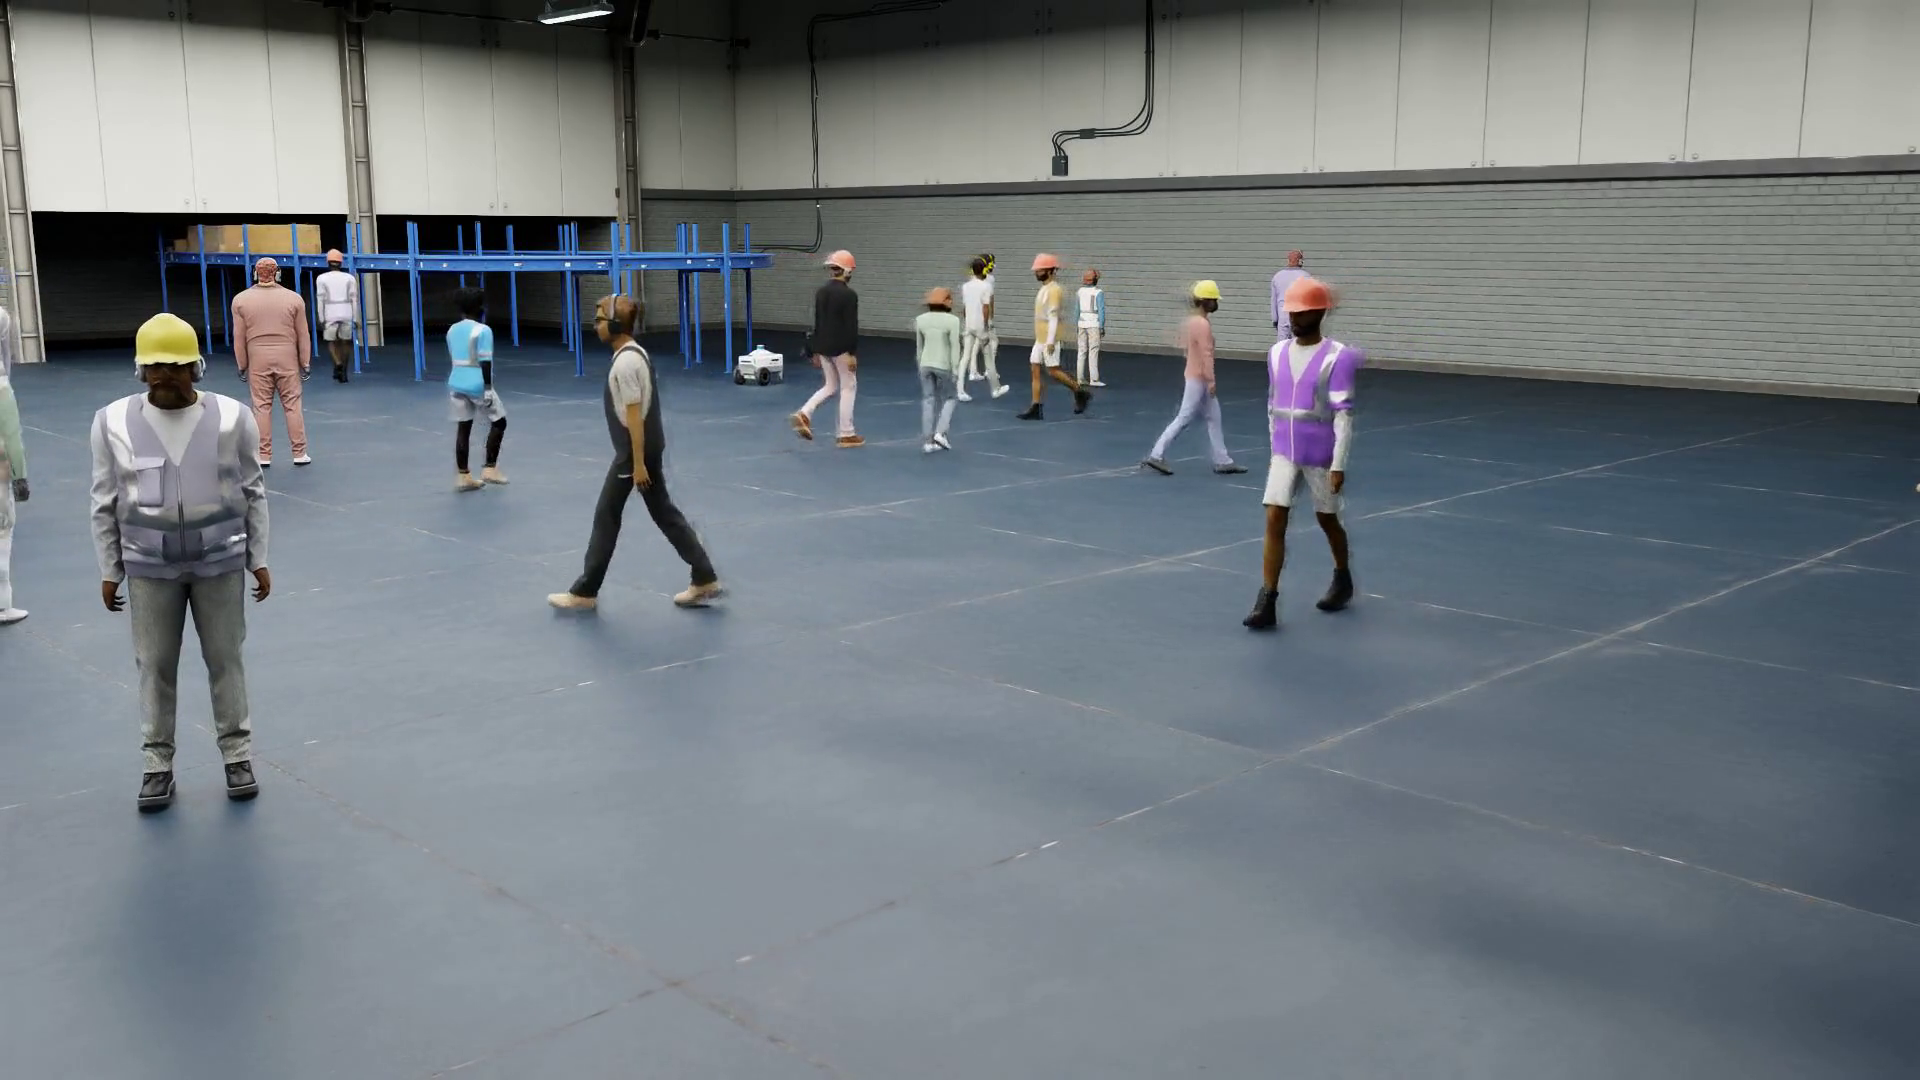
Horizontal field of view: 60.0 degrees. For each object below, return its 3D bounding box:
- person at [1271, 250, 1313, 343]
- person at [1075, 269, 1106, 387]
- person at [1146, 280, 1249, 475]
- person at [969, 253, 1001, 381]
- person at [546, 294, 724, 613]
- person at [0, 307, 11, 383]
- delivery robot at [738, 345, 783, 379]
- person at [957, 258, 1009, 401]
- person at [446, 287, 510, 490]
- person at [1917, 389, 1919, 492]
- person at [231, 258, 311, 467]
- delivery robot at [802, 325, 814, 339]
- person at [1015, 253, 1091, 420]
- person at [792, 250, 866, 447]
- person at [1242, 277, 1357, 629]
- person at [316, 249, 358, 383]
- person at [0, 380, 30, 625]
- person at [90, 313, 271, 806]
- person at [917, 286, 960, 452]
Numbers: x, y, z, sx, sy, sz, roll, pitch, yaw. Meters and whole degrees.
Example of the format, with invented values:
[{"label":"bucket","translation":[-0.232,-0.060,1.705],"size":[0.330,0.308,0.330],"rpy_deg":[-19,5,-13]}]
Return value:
[{"label":"person","translation":[4.694,-3.112,23.371],"size":[0.652,1.904,0.405],"rpy_deg":[8,13,39]},{"label":"person","translation":[1.827,-2.970,23.319],"size":[0.308,1.639,0.524],"rpy_deg":[-9,14,-41]},{"label":"person","translation":[2.093,-1.435,14.719],"size":[0.906,1.722,0.540],"rpy_deg":[1,10,3]},{"label":"person","translation":[0.368,-3.267,24.387],"size":[0.555,1.846,0.621],"rpy_deg":[10,14,43]},{"label":"person","translation":[-1.817,-0.488,9.387],"size":[0.993,1.798,0.536],"rpy_deg":[0,10,0]},{"label":"person","translation":[-7.499,-1.167,12.669],"size":[0.521,1.930,0.632],"rpy_deg":[4,11,21]},{"label":"delivery robot","translation":[-2.855,-2.549,23.845],"size":[0.477,0.478,0.707],"rpy_deg":[6,12,30]},{"label":"person","translation":[0.238,-2.713,21.441],"size":[0.541,1.814,0.984],"rpy_deg":[8,13,39]},{"label":"person","translation":[-4.021,-1.270,13.924],"size":[0.554,1.675,0.554],"rpy_deg":[7,12,33]},{"label":"person","translation":[7.958,-1.205,13.267],"size":[0.433,1.806,0.699],"rpy_deg":[-1,10,-8]},{"label":"person","translation":[-6.309,-1.631,15.289],"size":[0.652,1.906,0.403],"rpy_deg":[-4,11,-19]},{"label":"delivery robot","translation":[-2.525,-3.636,29.059],"size":[0.335,0.223,0.698],"rpy_deg":[-6,12,-28]},{"label":"person","translation":[1.075,-2.351,19.205],"size":[0.821,1.917,0.555],"rpy_deg":[-3,11,-17]},{"label":"person","translation":[-1.303,-1.903,16.623],"size":[0.701,1.974,0.612],"rpy_deg":[-9,14,-40]},{"label":"person","translation":[1.930,-0.498,9.162],"size":[0.559,1.895,0.976],"rpy_deg":[9,14,41]},{"label":"person","translation":[-8.941,-3.221,23.925],"size":[0.551,1.917,0.565],"rpy_deg":[-5,12,-27]},{"label":"person","translation":[-5.293,-0.340,9.010],"size":[0.534,1.623,0.370],"rpy_deg":[2,11,11]},{"label":"person","translation":[-2.886,0.075,6.194],"size":[0.601,1.827,0.403],"rpy_deg":[-5,11,-24]},{"label":"person","translation":[-0.210,-1.665,16.246],"size":[0.521,1.616,0.345],"rpy_deg":[6,12,28]}]
